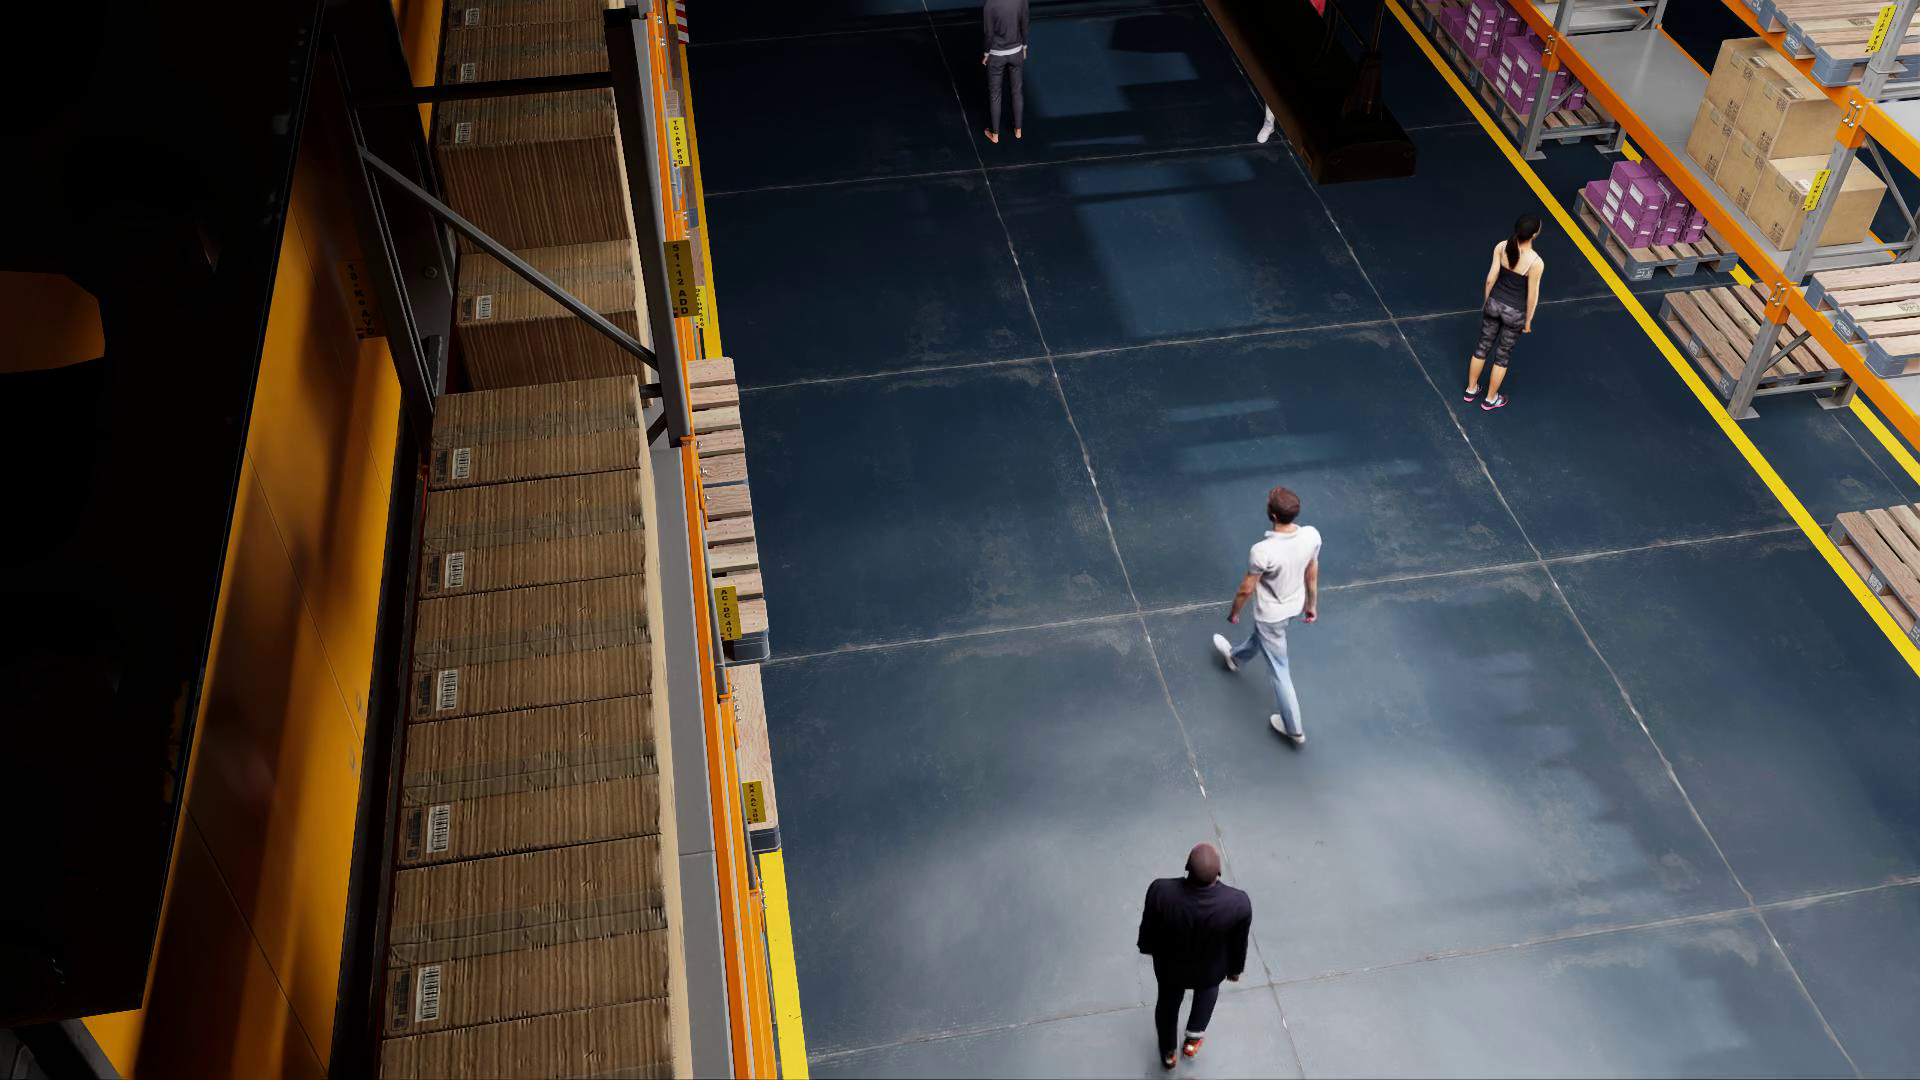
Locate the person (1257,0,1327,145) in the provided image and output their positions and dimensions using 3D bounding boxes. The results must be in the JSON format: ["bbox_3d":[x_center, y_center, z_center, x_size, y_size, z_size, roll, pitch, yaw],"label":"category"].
[{"bbox_3d":[3.154,-4.669,15.797,0.729,1.820,0.693,5,44,6],"label":"person"}]

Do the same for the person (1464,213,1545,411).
[{"bbox_3d":[4.200,-1.765,12.815,0.641,1.729,0.726,35,53,31],"label":"person"}]

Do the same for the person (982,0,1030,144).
[{"bbox_3d":[0.431,-4.631,15.796,0.643,1.767,0.566,-13,45,-14],"label":"person"}]

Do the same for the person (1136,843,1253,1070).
[{"bbox_3d":[1.183,2.228,8.564,0.805,1.812,0.783,6,44,6],"label":"person"}]

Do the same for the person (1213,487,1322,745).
[{"bbox_3d":[2.032,0.512,10.380,0.984,1.791,1.326,-23,48,-22],"label":"person"}]
